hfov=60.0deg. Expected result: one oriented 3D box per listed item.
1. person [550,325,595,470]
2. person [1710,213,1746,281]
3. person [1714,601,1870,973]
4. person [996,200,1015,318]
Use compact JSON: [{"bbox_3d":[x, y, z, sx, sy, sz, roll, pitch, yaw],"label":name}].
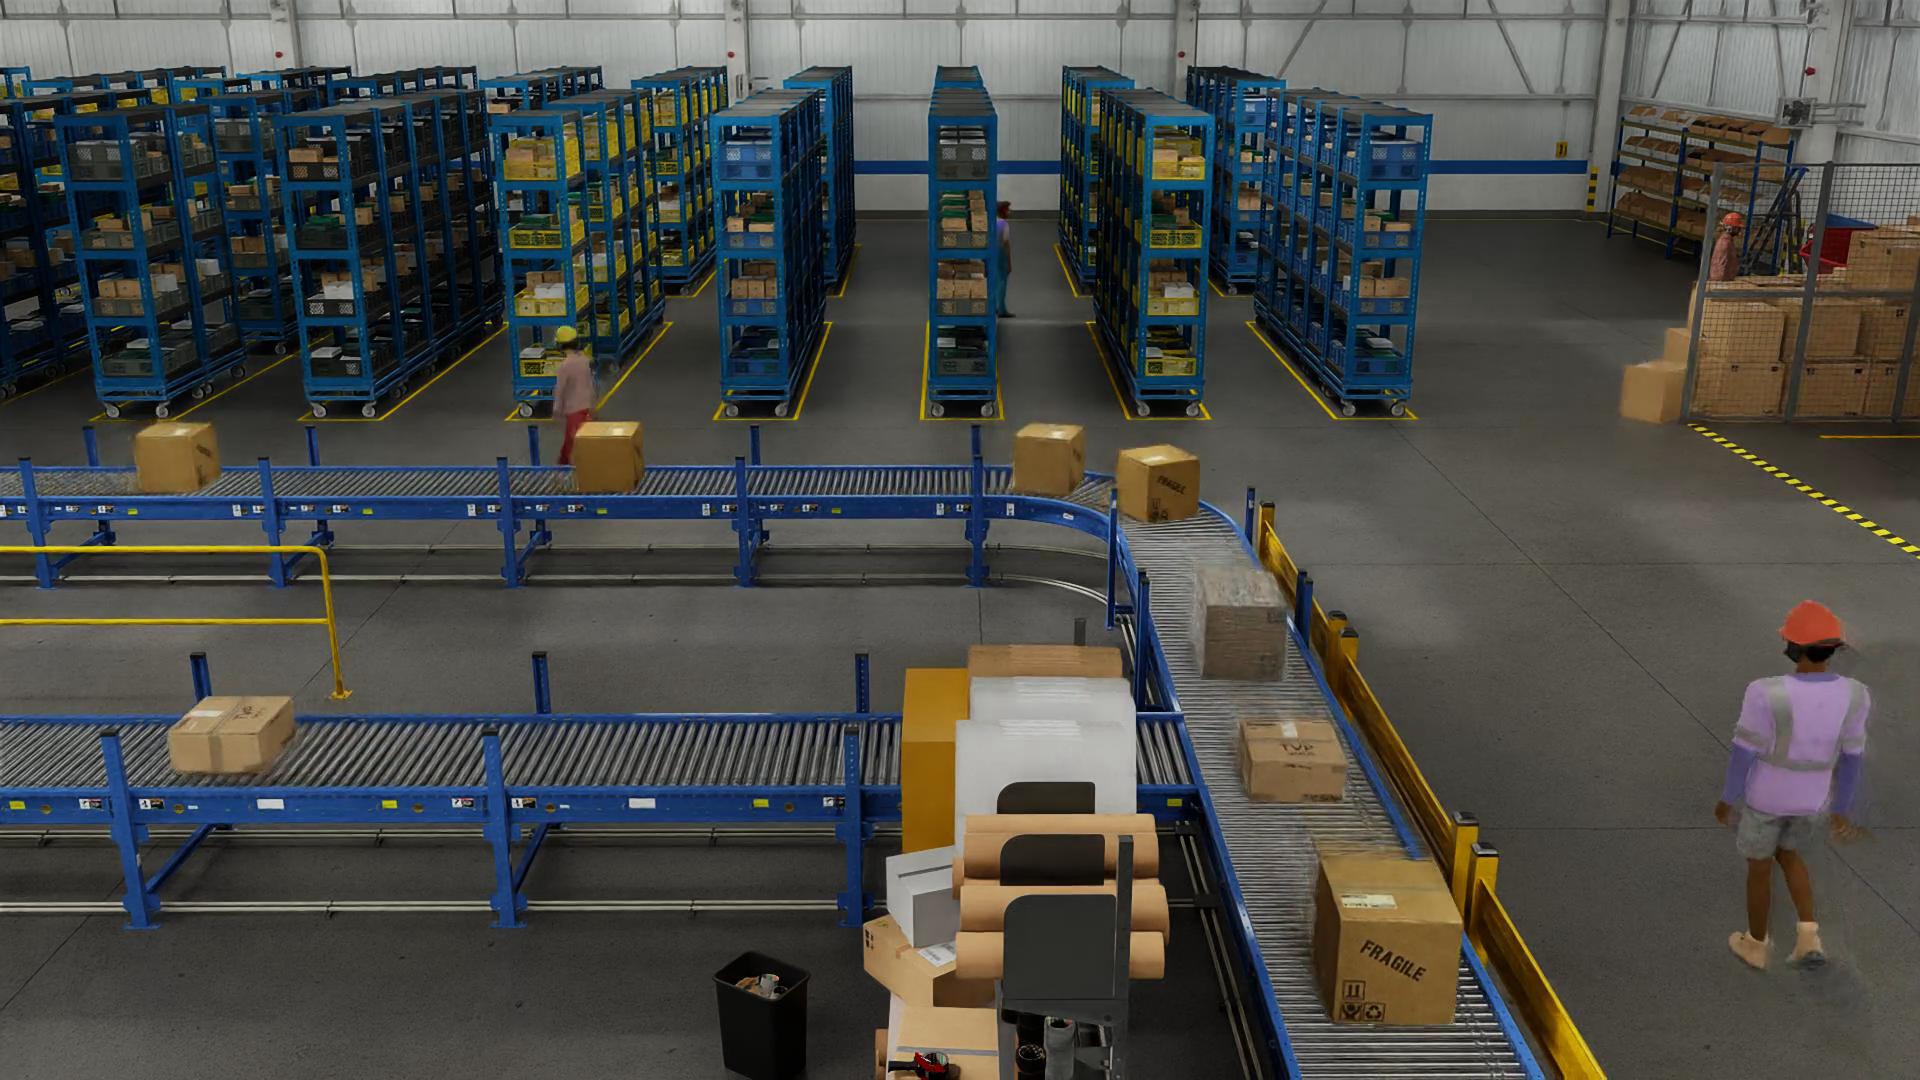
[{"bbox_3d":[-3.999,-1.324,16.914,0.877,1.717,0.547,5,19,15],"label":"person"},{"bbox_3d":[10.846,-3.645,23.642,0.381,1.994,0.619,8,20,24],"label":"person"},{"bbox_3d":[4.180,1.291,8.388,0.612,2.028,0.500,-2,18,-5],"label":"person"},{"bbox_3d":[0.602,-4.449,26.359,0.393,1.846,0.570,-11,21,-31],"label":"person"}]
